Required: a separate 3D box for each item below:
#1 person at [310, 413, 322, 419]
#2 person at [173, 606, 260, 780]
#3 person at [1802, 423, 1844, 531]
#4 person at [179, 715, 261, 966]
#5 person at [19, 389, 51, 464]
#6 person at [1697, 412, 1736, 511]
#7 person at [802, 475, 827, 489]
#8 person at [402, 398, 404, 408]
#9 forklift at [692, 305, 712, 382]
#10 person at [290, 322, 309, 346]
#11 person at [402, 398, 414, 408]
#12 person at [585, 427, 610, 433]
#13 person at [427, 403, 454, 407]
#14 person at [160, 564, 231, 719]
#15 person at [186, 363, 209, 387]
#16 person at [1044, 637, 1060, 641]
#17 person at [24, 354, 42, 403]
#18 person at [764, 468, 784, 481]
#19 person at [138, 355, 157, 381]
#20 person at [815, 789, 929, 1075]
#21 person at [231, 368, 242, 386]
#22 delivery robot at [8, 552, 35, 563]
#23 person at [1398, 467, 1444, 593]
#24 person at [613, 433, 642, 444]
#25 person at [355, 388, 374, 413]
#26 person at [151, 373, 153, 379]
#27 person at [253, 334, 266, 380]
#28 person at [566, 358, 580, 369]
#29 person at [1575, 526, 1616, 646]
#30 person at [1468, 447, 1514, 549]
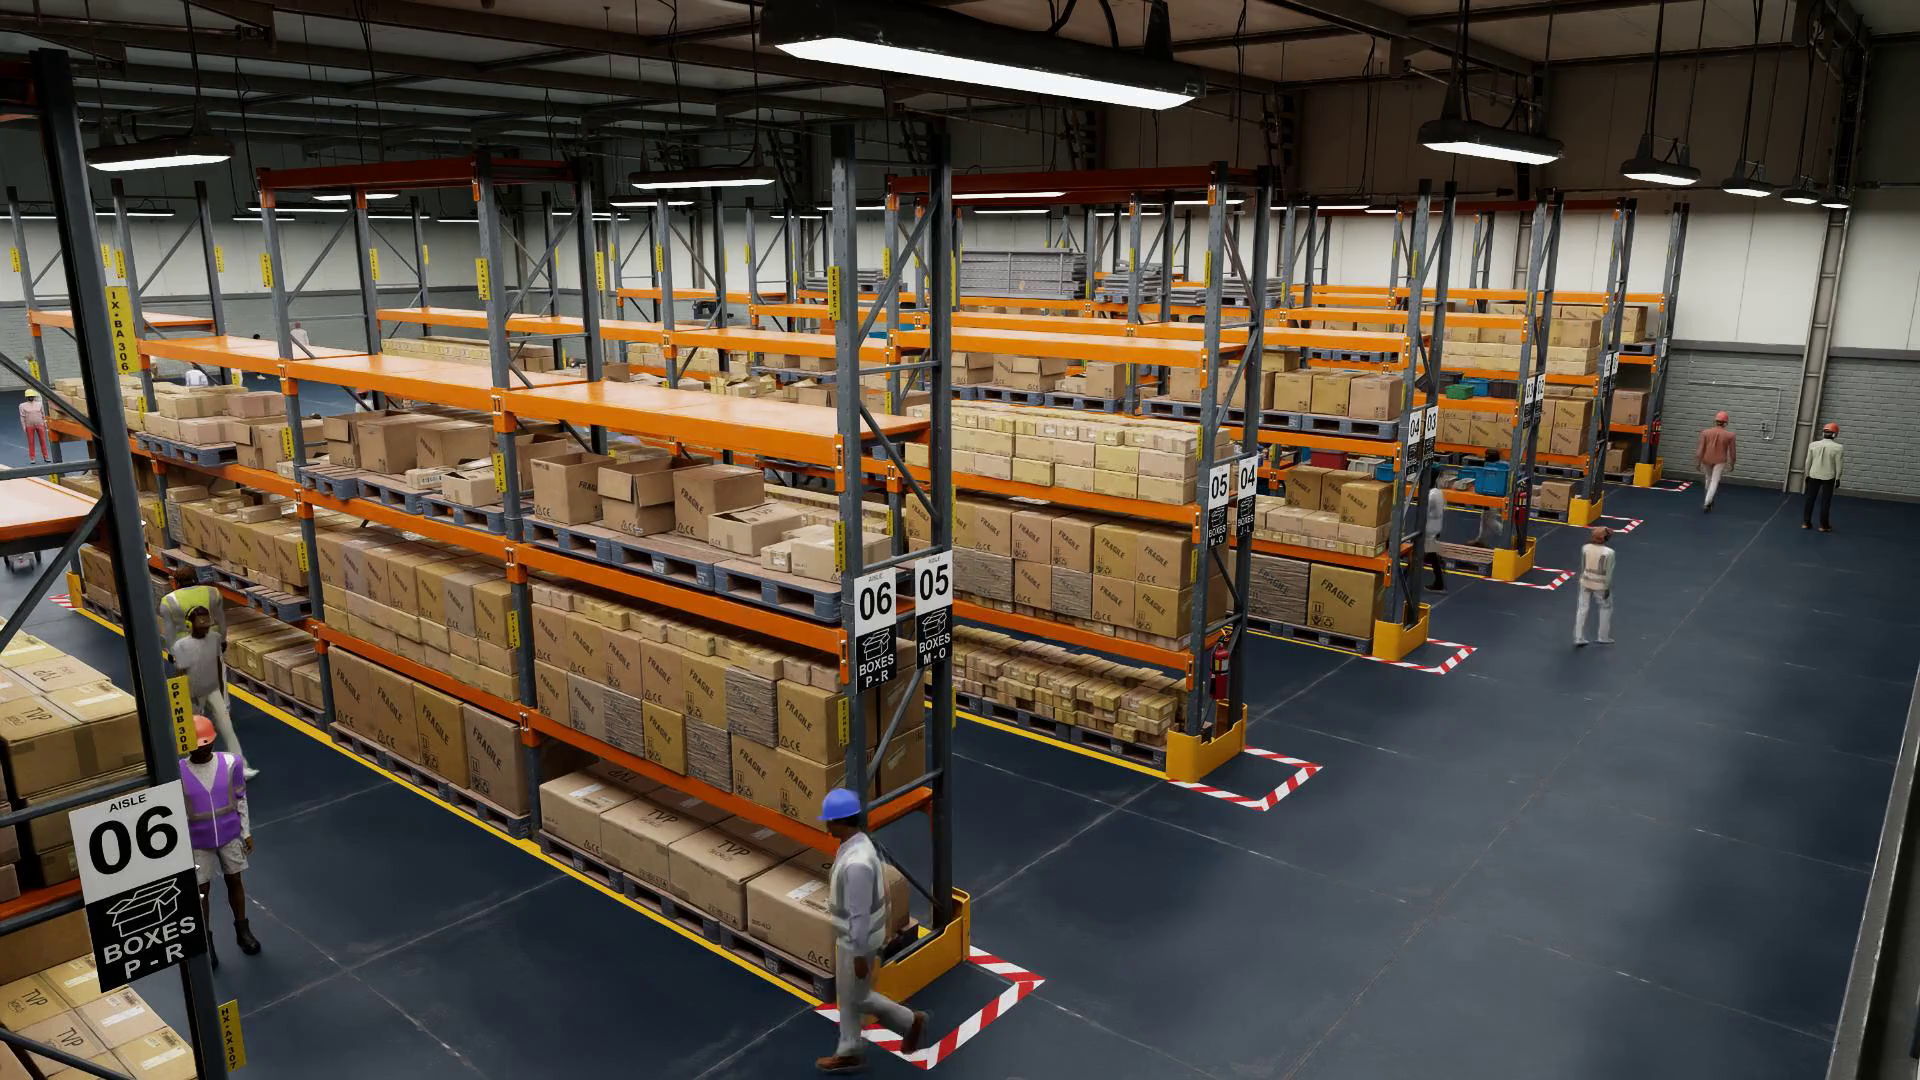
[{"bbox_3d":[-13.042,-1.670,25.661,0.429,1.841,0.633,3,14,13],"label":"person"},{"bbox_3d":[-7.483,1.540,12.505,0.962,1.817,0.520,8,16,29],"label":"person"},{"bbox_3d":[15.989,-1.173,23.313,0.393,1.987,0.608,-8,16,-31],"label":"person"},{"bbox_3d":[-5.597,2.226,9.434,0.545,1.939,0.354,-13,19,-43],"label":"person"},{"bbox_3d":[-22.174,-2.733,30.190,0.524,1.769,0.315,-13,19,-43],"label":"person"},{"bbox_3d":[15.038,-1.574,25.051,0.636,1.952,1.017,12,18,42],"label":"person"},{"bbox_3d":[-2.950,-1.777,25.939,0.720,1.923,0.557,13,19,43],"label":"person"},{"bbox_3d":[-16.626,-4.512,37.743,0.875,1.644,0.533,10,17,36],"label":"person"},{"bbox_3d":[-9.511,-7.392,47.124,1.873,2.768,1.129,11,17,38],"label":"forklift"},{"bbox_3d":[-26.666,-7.845,50.913,0.651,1.912,0.410,-4,14,-15],"label":"person"},{"bbox_3d":[-12.042,-2.179,27.616,0.636,1.911,0.406,-5,14,-19],"label":"person"},{"bbox_3d":[-10.118,-3.768,34.823,0.715,1.596,0.531,6,15,24],"label":"person"},{"bbox_3d":[-16.428,-5.032,39.587,0.896,1.813,0.505,5,14,19],"label":"person"},{"bbox_3d":[-8.486,1.166,14.005,0.430,1.840,0.620,13,19,43],"label":"person"},{"bbox_3d":[-21.728,-4.228,36.009,0.582,1.918,0.582,-1,14,-3],"label":"person"},{"bbox_3d":[1.311,0.419,16.936,0.450,1.905,0.589,6,15,24],"label":"person"},{"bbox_3d":[-27.475,-4.575,37.496,0.432,1.907,0.799,-12,18,-42],"label":"person"},{"bbox_3d":[-4.245,-2.172,27.668,0.764,1.862,0.630,1,14,5],"label":"person"},{"bbox_3d":[-26.175,-5.418,40.753,0.781,2.000,0.691,-13,19,-43],"label":"person"},{"bbox_3d":[-0.600,2.541,8.199,0.669,1.905,0.644,-2,14,-9],"label":"person"},{"bbox_3d":[-22.910,-4.989,39.795,0.585,1.604,0.409,2,14,9],"label":"person"},{"bbox_3d":[-15.538,0.134,20.813,0.477,0.478,0.707,-9,17,-33],"label":"delivery robot"},{"bbox_3d":[7.083,-0.178,19.353,0.969,1.914,0.630,10,17,36],"label":"person"},{"bbox_3d":[-6.352,-1.309,24.009,0.651,1.918,0.457,-9,17,-34],"label":"person"},{"bbox_3d":[-13.668,-2.582,29.086,1.014,2.008,0.607,1,14,3],"label":"person"},{"bbox_3d":[-21.174,-3.477,33.028,0.602,1.865,0.997,7,15,27],"label":"person"},{"bbox_3d":[-26.492,-6.913,47.533,0.321,1.695,0.529,-9,16,-33],"label":"person"},{"bbox_3d":[-12.089,-4.885,39.361,0.503,1.616,0.605,-8,16,-30],"label":"person"},{"bbox_3d":[8.498,0.610,16.726,0.672,1.613,0.530,-6,15,-24],"label":"person"},{"bbox_3d":[9.269,-0.702,21.764,0.801,1.816,0.640,12,18,42],"label":"person"}]
